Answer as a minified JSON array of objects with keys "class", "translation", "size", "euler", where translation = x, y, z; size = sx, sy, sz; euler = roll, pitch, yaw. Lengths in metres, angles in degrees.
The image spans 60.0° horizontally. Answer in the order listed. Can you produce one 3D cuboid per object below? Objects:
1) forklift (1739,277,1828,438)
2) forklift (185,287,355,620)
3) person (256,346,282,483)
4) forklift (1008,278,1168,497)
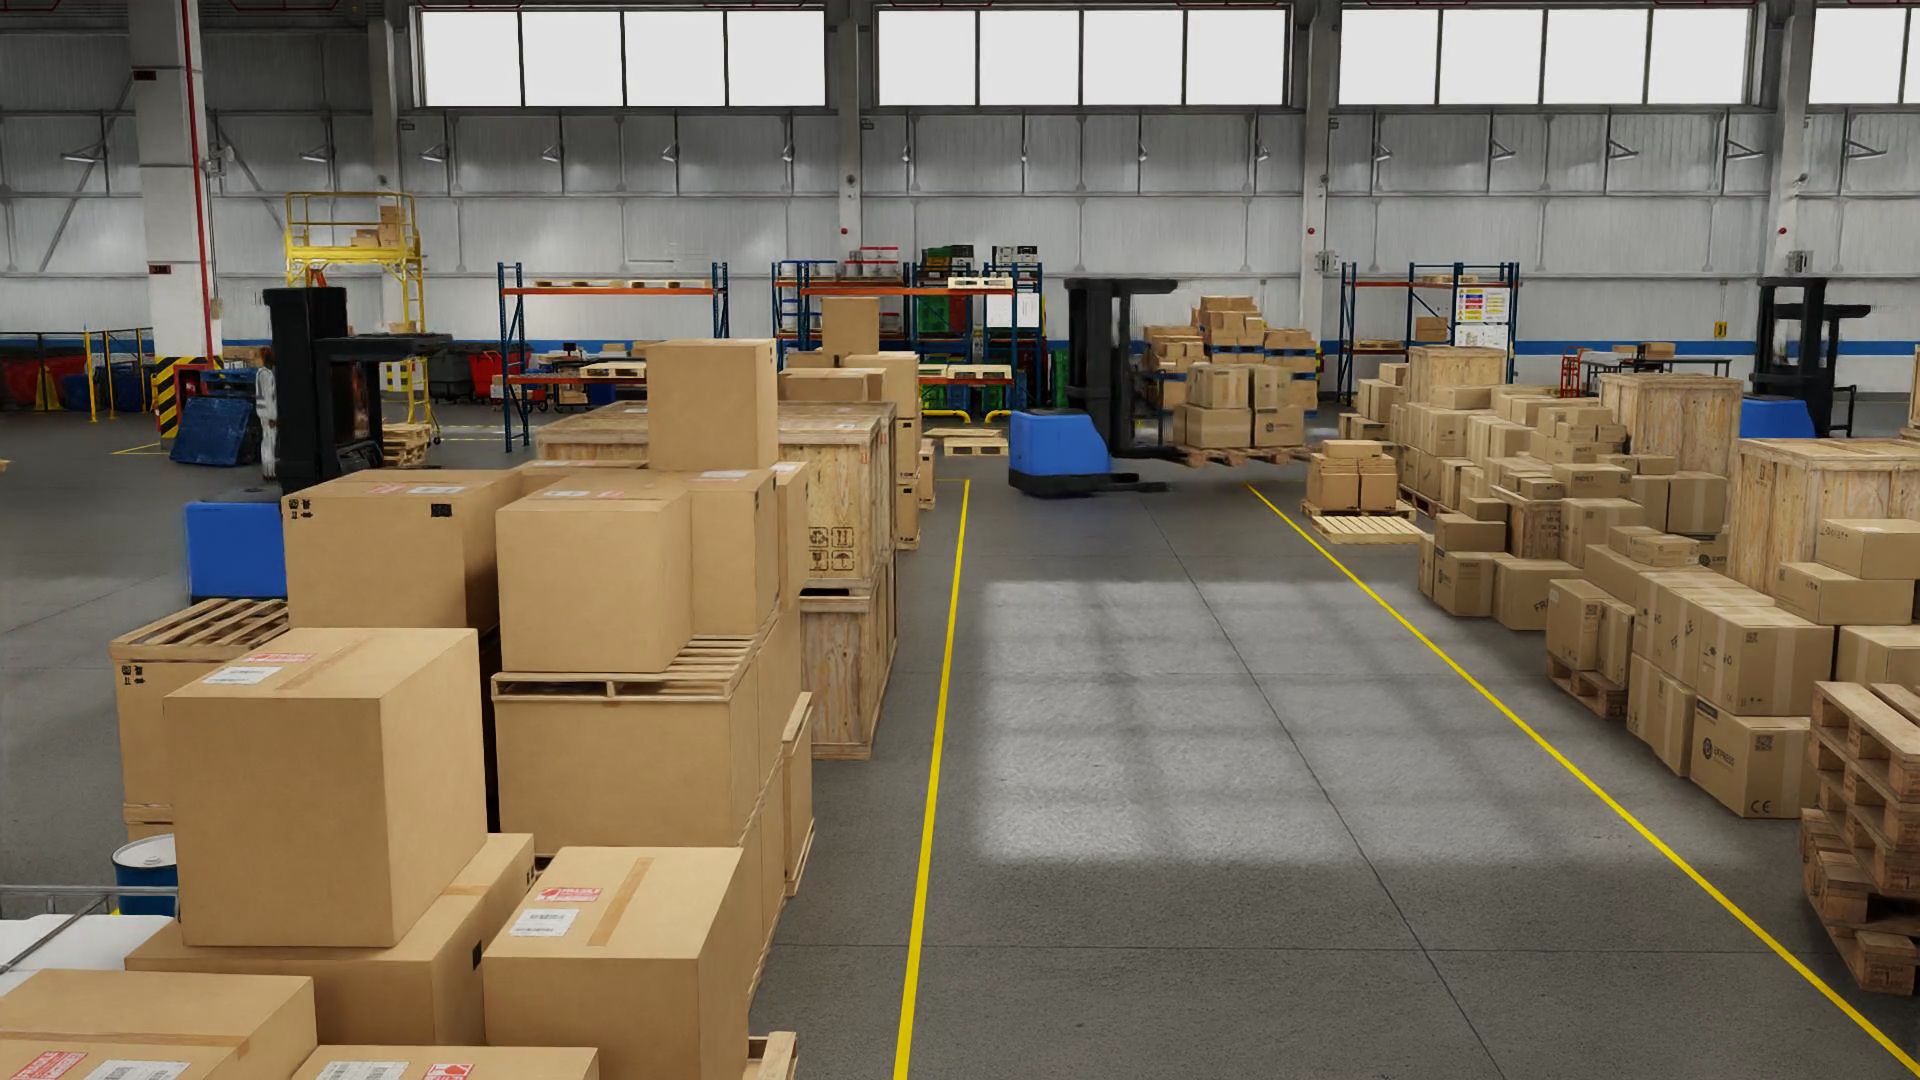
[{"class":"forklift","translation":[11.903,-2.405,24.039],"size":[1.873,2.768,1.129],"euler":[-4,10,-24]},{"class":"forklift","translation":[-5.388,-0.713,13.907],"size":[1.873,2.768,1.129],"euler":[0,9,1]},{"class":"person","translation":[-9.538,-1.730,22.974],"size":[0.337,1.882,0.585],"euler":[-5,11,-26]},{"class":"forklift","translation":[1.661,-2.028,21.781],"size":[1.873,2.768,1.129],"euler":[-3,10,-15]}]
